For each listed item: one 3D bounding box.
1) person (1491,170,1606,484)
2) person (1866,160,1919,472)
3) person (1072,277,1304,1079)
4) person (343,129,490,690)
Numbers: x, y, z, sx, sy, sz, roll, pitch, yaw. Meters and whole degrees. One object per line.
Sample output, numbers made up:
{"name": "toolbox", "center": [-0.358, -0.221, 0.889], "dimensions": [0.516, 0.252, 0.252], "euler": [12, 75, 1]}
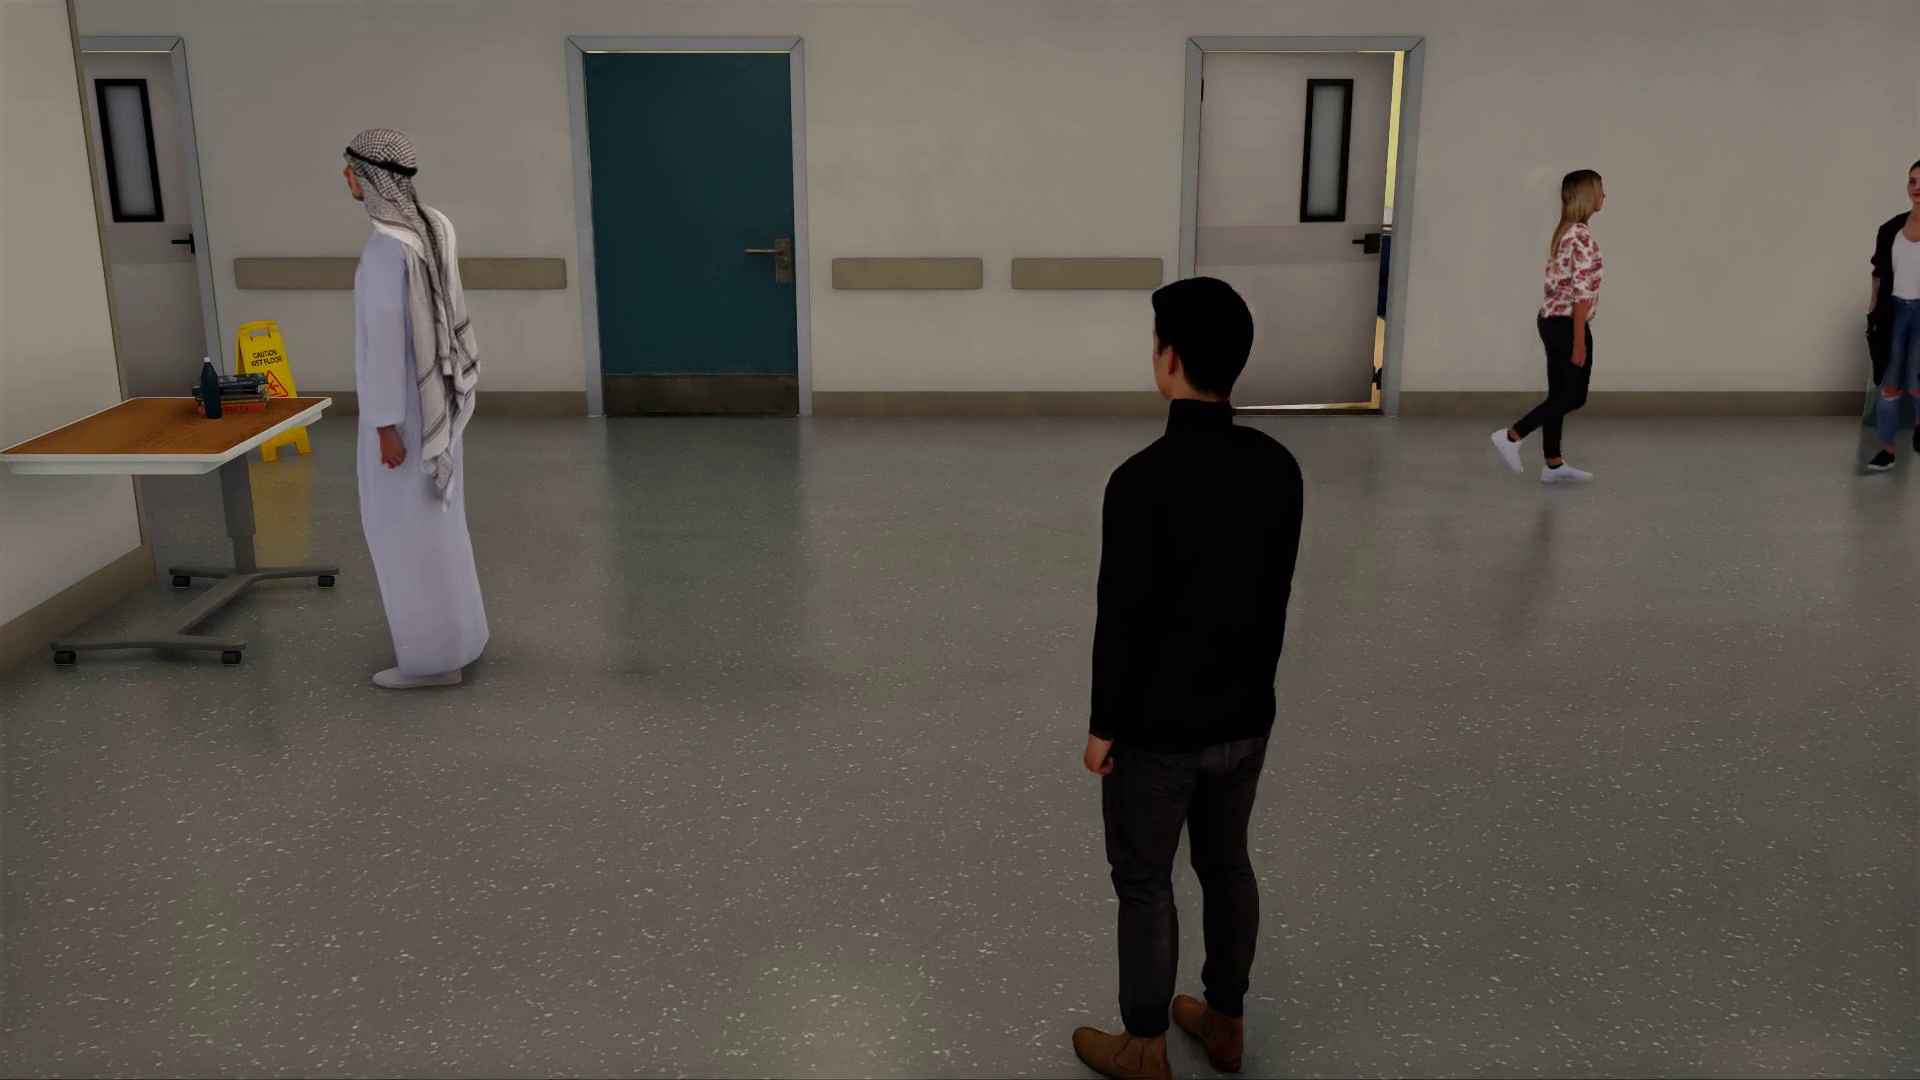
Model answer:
{"name": "person", "center": [3.052, -1.071, 8.560], "dimensions": [0.789, 1.622, 0.581], "euler": [1, 16, 5]}
{"name": "person", "center": [5.120, -1.187, 8.882], "dimensions": [0.921, 1.670, 0.859], "euler": [-12, 20, -37]}
{"name": "person", "center": [0.478, 0.322, 3.434], "dimensions": [0.670, 1.723, 0.795], "euler": [-9, 18, -28]}
{"name": "person", "center": [-1.890, -0.443, 5.779], "dimensions": [0.632, 1.922, 0.704], "euler": [1, 16, 3]}
